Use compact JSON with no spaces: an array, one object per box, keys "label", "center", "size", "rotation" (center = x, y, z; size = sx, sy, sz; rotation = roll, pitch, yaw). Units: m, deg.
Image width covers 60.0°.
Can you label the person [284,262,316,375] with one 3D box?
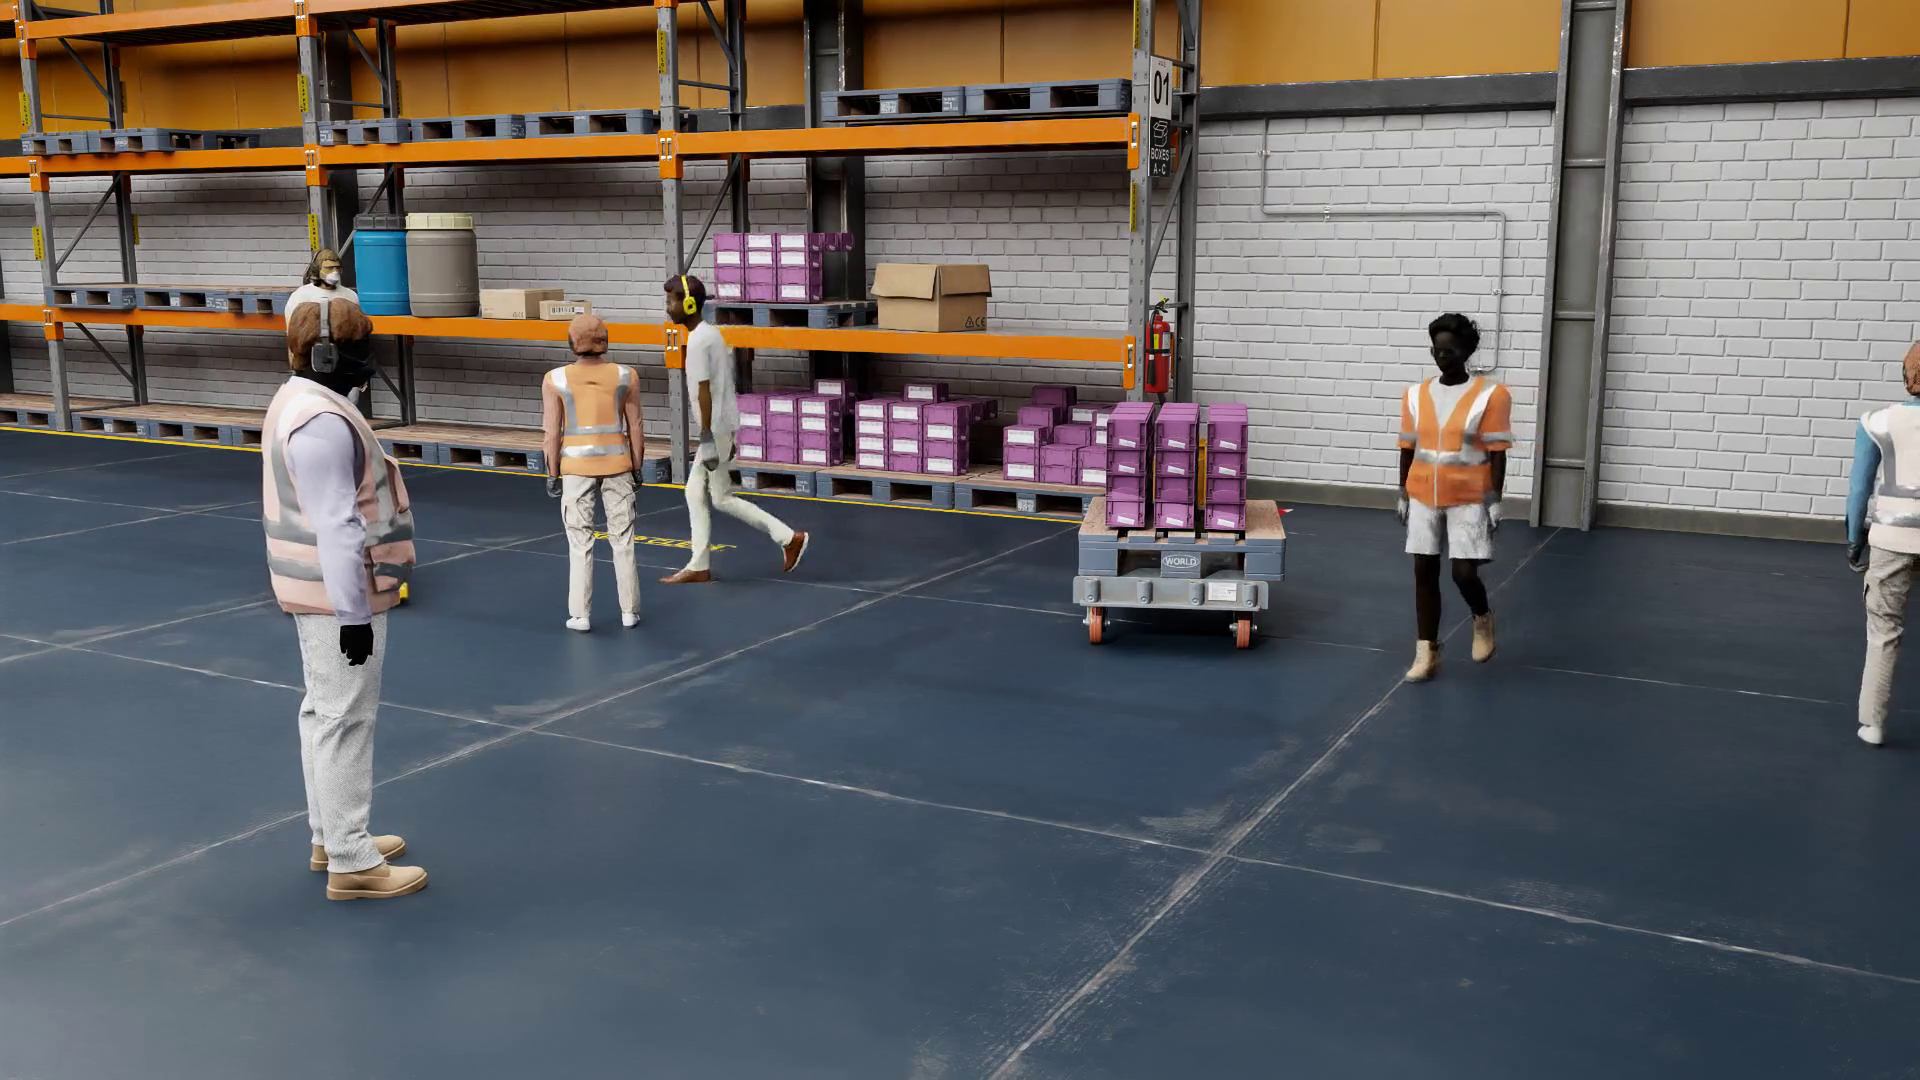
[{"label":"person","center":[-5.026,-1.269,13.087],"size":[0.344,1.839,0.505],"rotation":[7,12,32]}]

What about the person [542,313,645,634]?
[{"label":"person","center":[-1.865,-0.336,8.515],"size":[0.513,1.640,0.309],"rotation":[-4,11,-20]}]

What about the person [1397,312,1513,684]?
[{"label":"person","center":[2.237,-0.190,7.570],"size":[0.548,1.685,0.452],"rotation":[9,14,40]}]

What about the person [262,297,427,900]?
[{"label":"person","center":[-1.901,0.178,5.142],"size":[0.429,1.842,0.637],"rotation":[-5,12,-27]}]

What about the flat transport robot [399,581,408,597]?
[{"label":"flat transport robot","center":[-3.625,0.137,9.676],"size":[0.652,0.197,1.431],"rotation":[-4,11,-23]}]

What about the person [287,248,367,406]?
[{"label":"person","center":[-4.910,-1.298,12.973],"size":[0.354,1.936,0.635],"rotation":[6,12,30]}]

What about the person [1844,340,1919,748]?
[{"label":"person","center":[3.741,0.036,6.491],"size":[0.541,1.632,0.327],"rotation":[7,12,34]}]

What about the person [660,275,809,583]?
[{"label":"person","center":[-1.327,-0.623,9.627],"size":[0.798,1.824,0.532],"rotation":[-1,10,-4]}]
